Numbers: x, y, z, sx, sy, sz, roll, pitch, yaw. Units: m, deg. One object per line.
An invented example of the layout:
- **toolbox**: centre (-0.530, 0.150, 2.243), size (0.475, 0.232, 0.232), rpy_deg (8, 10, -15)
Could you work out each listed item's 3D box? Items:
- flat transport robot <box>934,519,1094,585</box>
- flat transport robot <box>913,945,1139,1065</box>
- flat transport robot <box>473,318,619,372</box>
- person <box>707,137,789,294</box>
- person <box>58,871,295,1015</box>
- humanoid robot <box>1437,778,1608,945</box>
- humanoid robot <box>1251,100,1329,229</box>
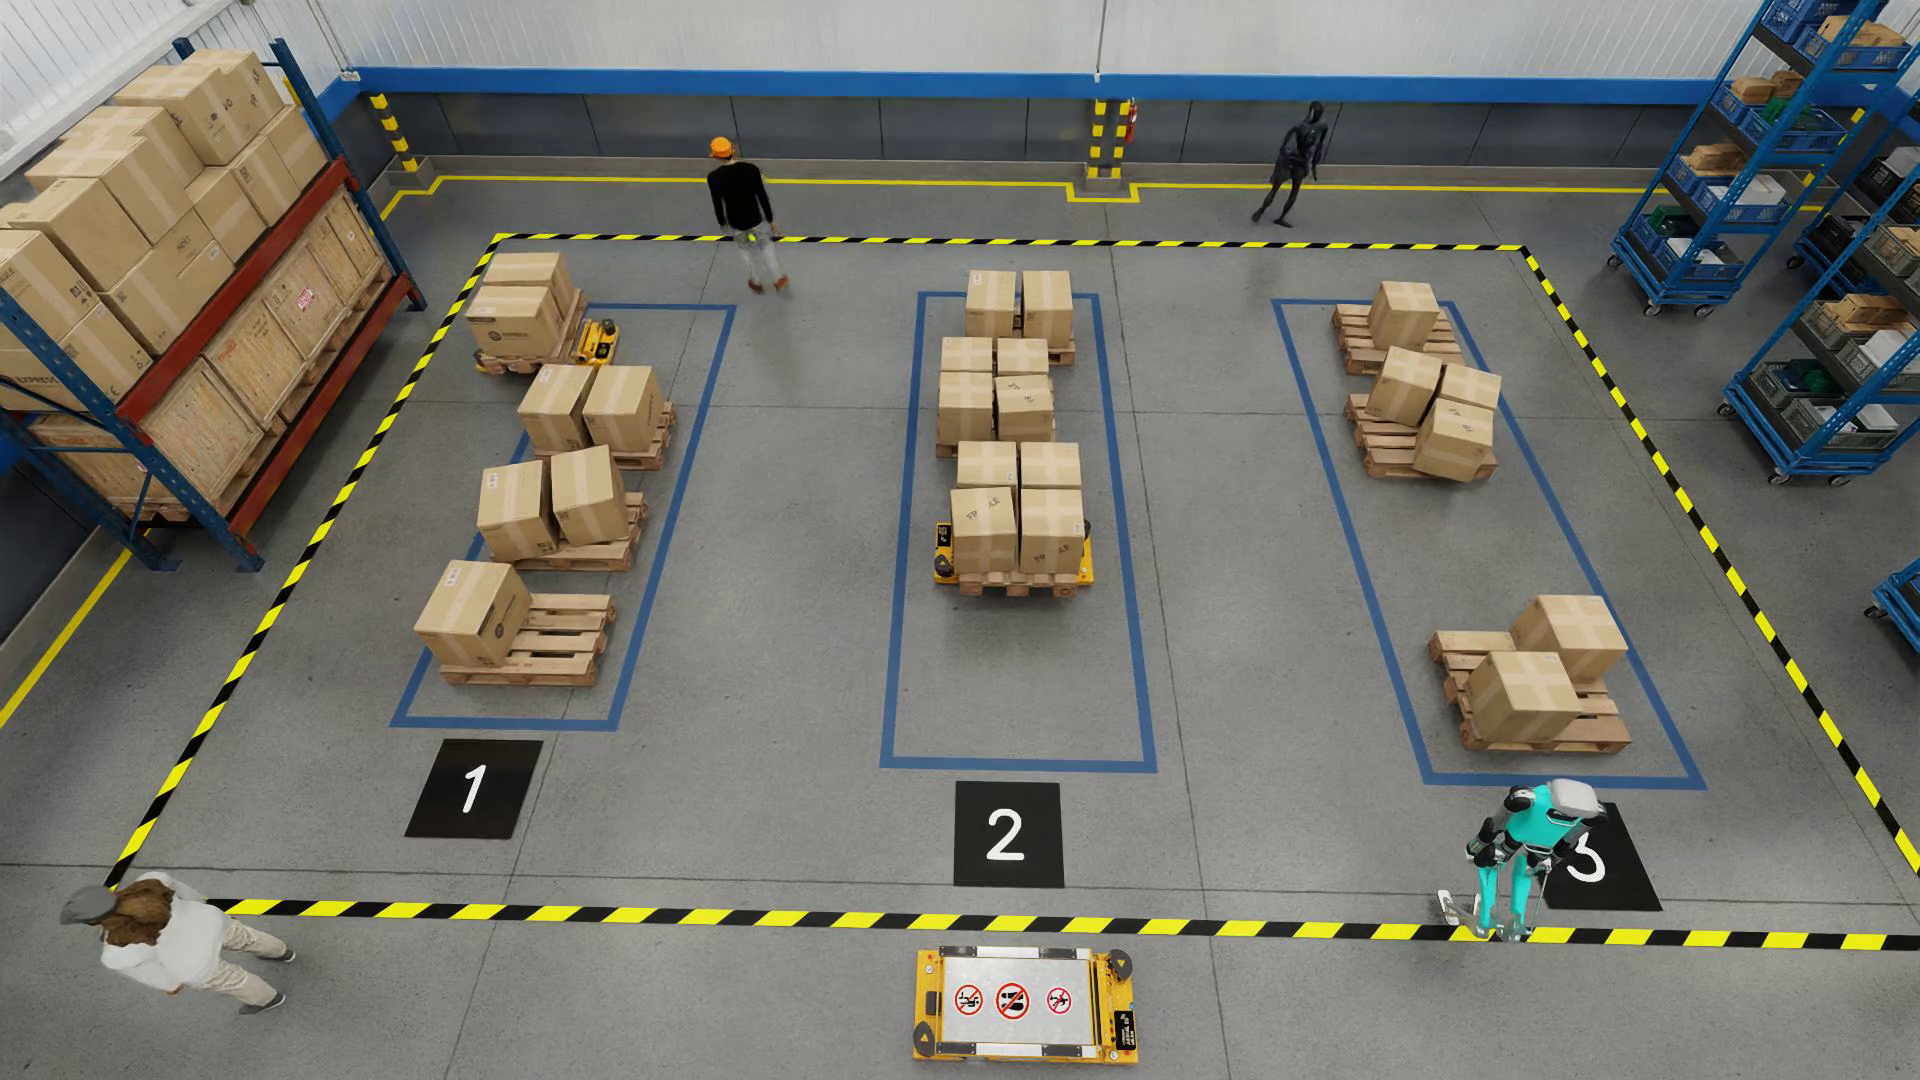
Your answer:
- **flat transport robot**: centre (0.490, 0.087, 8.397), size (1.431, 0.197, 0.652), rpy_deg (1, 51, 1)
- **flat transport robot**: centre (0.422, 3.041, 6.007), size (1.431, 0.231, 0.659), rpy_deg (1, 51, 1)
- **flat transport robot**: centre (-4.615, -2.185, 10.249), size (1.431, 0.197, 0.652), rpy_deg (-2, 51, -2)
- **person**: centre (-2.459, -3.670, 10.463), size (0.640, 1.841, 0.477), rpy_deg (-13, 52, -10)
- **person**: centre (-4.640, 2.438, 5.529), size (0.396, 1.769, 0.563), rpy_deg (-6, 51, -5)
- **humanoid robot**: centre (3.481, 2.129, 5.719), size (0.533, 1.672, 0.735), rpy_deg (10, 51, 8)
- **humanoid robot**: centre (4.135, -4.679, 11.394), size (0.614, 1.648, 0.466), rpy_deg (-8, 51, -6)
